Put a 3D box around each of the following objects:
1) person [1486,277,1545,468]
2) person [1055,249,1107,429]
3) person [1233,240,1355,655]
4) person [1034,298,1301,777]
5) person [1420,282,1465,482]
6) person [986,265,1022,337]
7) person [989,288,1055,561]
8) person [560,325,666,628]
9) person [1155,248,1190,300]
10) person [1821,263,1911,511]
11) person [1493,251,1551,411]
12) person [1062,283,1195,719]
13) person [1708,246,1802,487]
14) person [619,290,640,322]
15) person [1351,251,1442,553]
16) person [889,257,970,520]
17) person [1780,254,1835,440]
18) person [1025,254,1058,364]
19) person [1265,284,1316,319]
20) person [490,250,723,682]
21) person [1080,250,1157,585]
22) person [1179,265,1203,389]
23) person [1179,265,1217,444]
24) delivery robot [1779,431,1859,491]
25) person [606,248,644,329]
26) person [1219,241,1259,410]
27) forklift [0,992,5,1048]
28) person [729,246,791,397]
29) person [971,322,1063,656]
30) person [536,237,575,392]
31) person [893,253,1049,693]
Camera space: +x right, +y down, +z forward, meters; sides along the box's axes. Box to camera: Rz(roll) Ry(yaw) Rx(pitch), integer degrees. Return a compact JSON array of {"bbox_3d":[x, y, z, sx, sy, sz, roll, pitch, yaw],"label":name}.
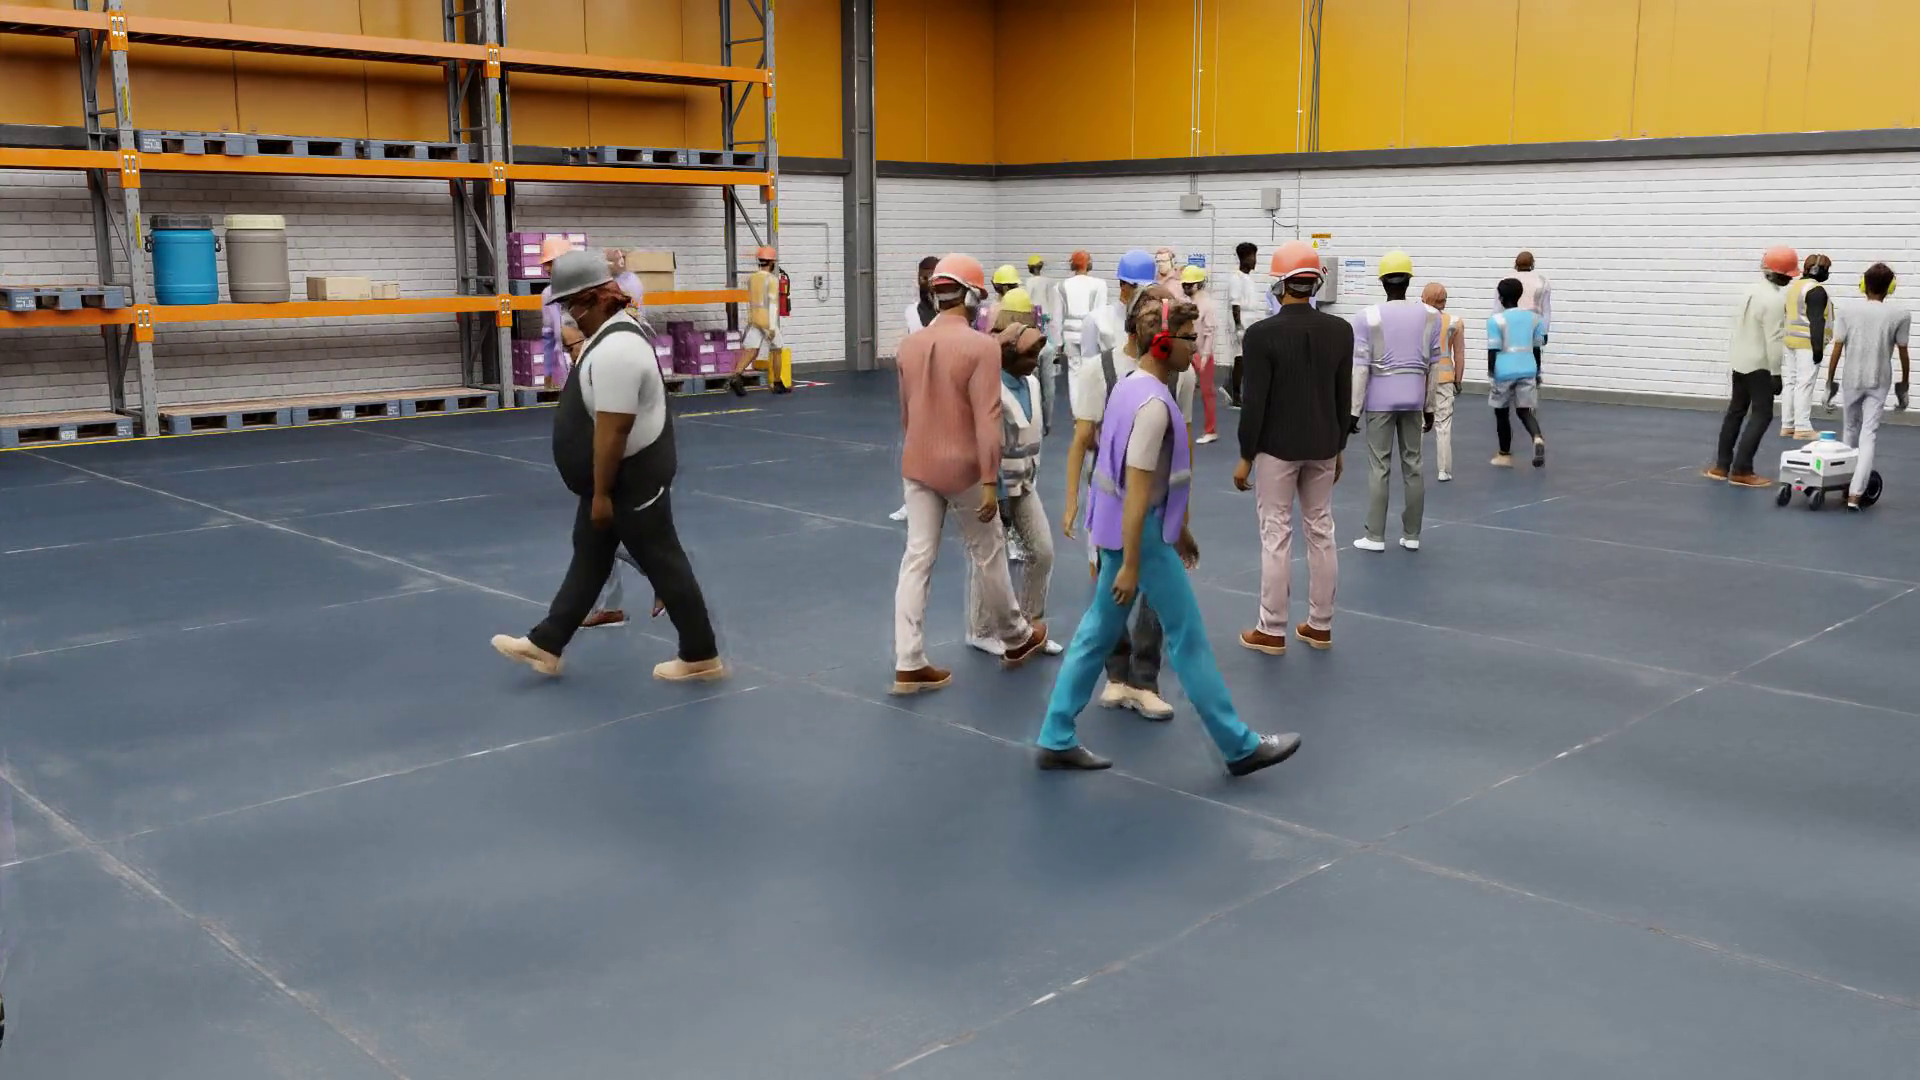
[{"bbox_3d":[4.789,-1.413,14.266,0.539,1.669,0.629,-3,11,-13],"label":"person"},{"bbox_3d":[1.284,-2.100,17.432,0.586,1.874,0.410,4,11,20],"label":"person"},{"bbox_3d":[1.609,-0.440,8.064,0.610,1.996,0.384,-4,11,-19],"label":"person"},{"bbox_3d":[0.747,0.009,6.162,0.985,1.787,0.564,-1,10,-5],"label":"person"},{"bbox_3d":[3.875,-1.291,13.670,0.514,1.643,0.307,2,11,13],"label":"person"},{"bbox_3d":[0.384,-1.494,14.440,0.330,1.769,0.526,5,11,24],"label":"person"},{"bbox_3d":[0.353,-0.741,10.547,0.486,1.687,0.951,1,10,7],"label":"person"},{"bbox_3d":[-1.780,-0.343,8.571,0.493,1.608,0.549,-4,11,-20],"label":"person"},{"bbox_3d":[2.144,-2.160,17.744,0.677,1.879,0.783,5,12,26],"label":"person"},{"bbox_3d":[6.745,-1.133,12.370,0.556,1.825,0.984,7,13,34],"label":"person"},{"bbox_3d":[6.480,-2.404,19.204,0.633,1.839,0.429,4,11,19],"label":"person"},{"bbox_3d":[0.706,-0.161,7.023,0.593,1.824,0.529,0,10,-2],"label":"person"},{"bbox_3d":[6.442,-1.408,13.533,0.376,1.944,0.840,0,10,-1],"label":"person"},{"bbox_3d":[-2.521,-1.083,12.622,0.725,1.601,0.518,-4,11,-20],"label":"person"},{"bbox_3d":[2.764,-0.872,10.635,0.584,1.919,0.381,-2,11,-8],"label":"person"},{"bbox_3d":[-0.106,-1.109,12.052,0.606,1.884,0.957,9,13,39],"label":"person"},{"bbox_3d":[8.445,-1.918,16.564,0.430,1.838,0.619,1,10,4],"label":"person"},{"bbox_3d":[1.132,-3.265,24.144,0.433,1.757,0.527,8,13,38],"label":"person"},{"bbox_3d":[3.160,-1.827,15.785,0.365,1.935,0.552,-10,14,-44],"label":"person"},{"bbox_3d":[-1.576,-0.343,7.415,1.059,2.000,0.744,-2,11,-13],"label":"person"},{"bbox_3d":[0.976,-0.705,9.668,0.604,1.938,0.402,-4,11,-21],"label":"person"},{"bbox_3d":[2.968,-2.807,21.966,0.501,1.631,0.287,5,12,27],"label":"person"},{"bbox_3d":[2.199,-1.759,15.976,0.865,1.724,0.539,-9,14,-42],"label":"person"},{"bbox_3d":[6.487,-0.572,12.463,0.707,0.478,0.477,-6,12,-30],"label":"delivery robot"},{"bbox_3d":[-3.772,-2.339,18.746,0.650,1.885,0.776,10,14,44],"label":"person"},{"bbox_3d":[3.278,-2.476,19.278,0.452,1.947,0.612,7,12,32],"label":"person"},{"bbox_3d":[-3.245,0.323,3.363,2.313,2.155,1.214,2,11,13],"label":"forklift"},{"bbox_3d":[-2.524,-2.749,20.935,0.560,1.903,0.928,8,13,37],"label":"person"},{"bbox_3d":[0.265,-0.222,7.879,0.556,1.616,0.528,8,13,36],"label":"person"},{"bbox_3d":[-3.019,-1.384,13.172,0.633,2.003,0.637,8,13,38],"label":"person"},{"bbox_3d":[0.020,-0.317,7.543,0.655,1.935,0.996,8,13,38],"label":"person"}]
